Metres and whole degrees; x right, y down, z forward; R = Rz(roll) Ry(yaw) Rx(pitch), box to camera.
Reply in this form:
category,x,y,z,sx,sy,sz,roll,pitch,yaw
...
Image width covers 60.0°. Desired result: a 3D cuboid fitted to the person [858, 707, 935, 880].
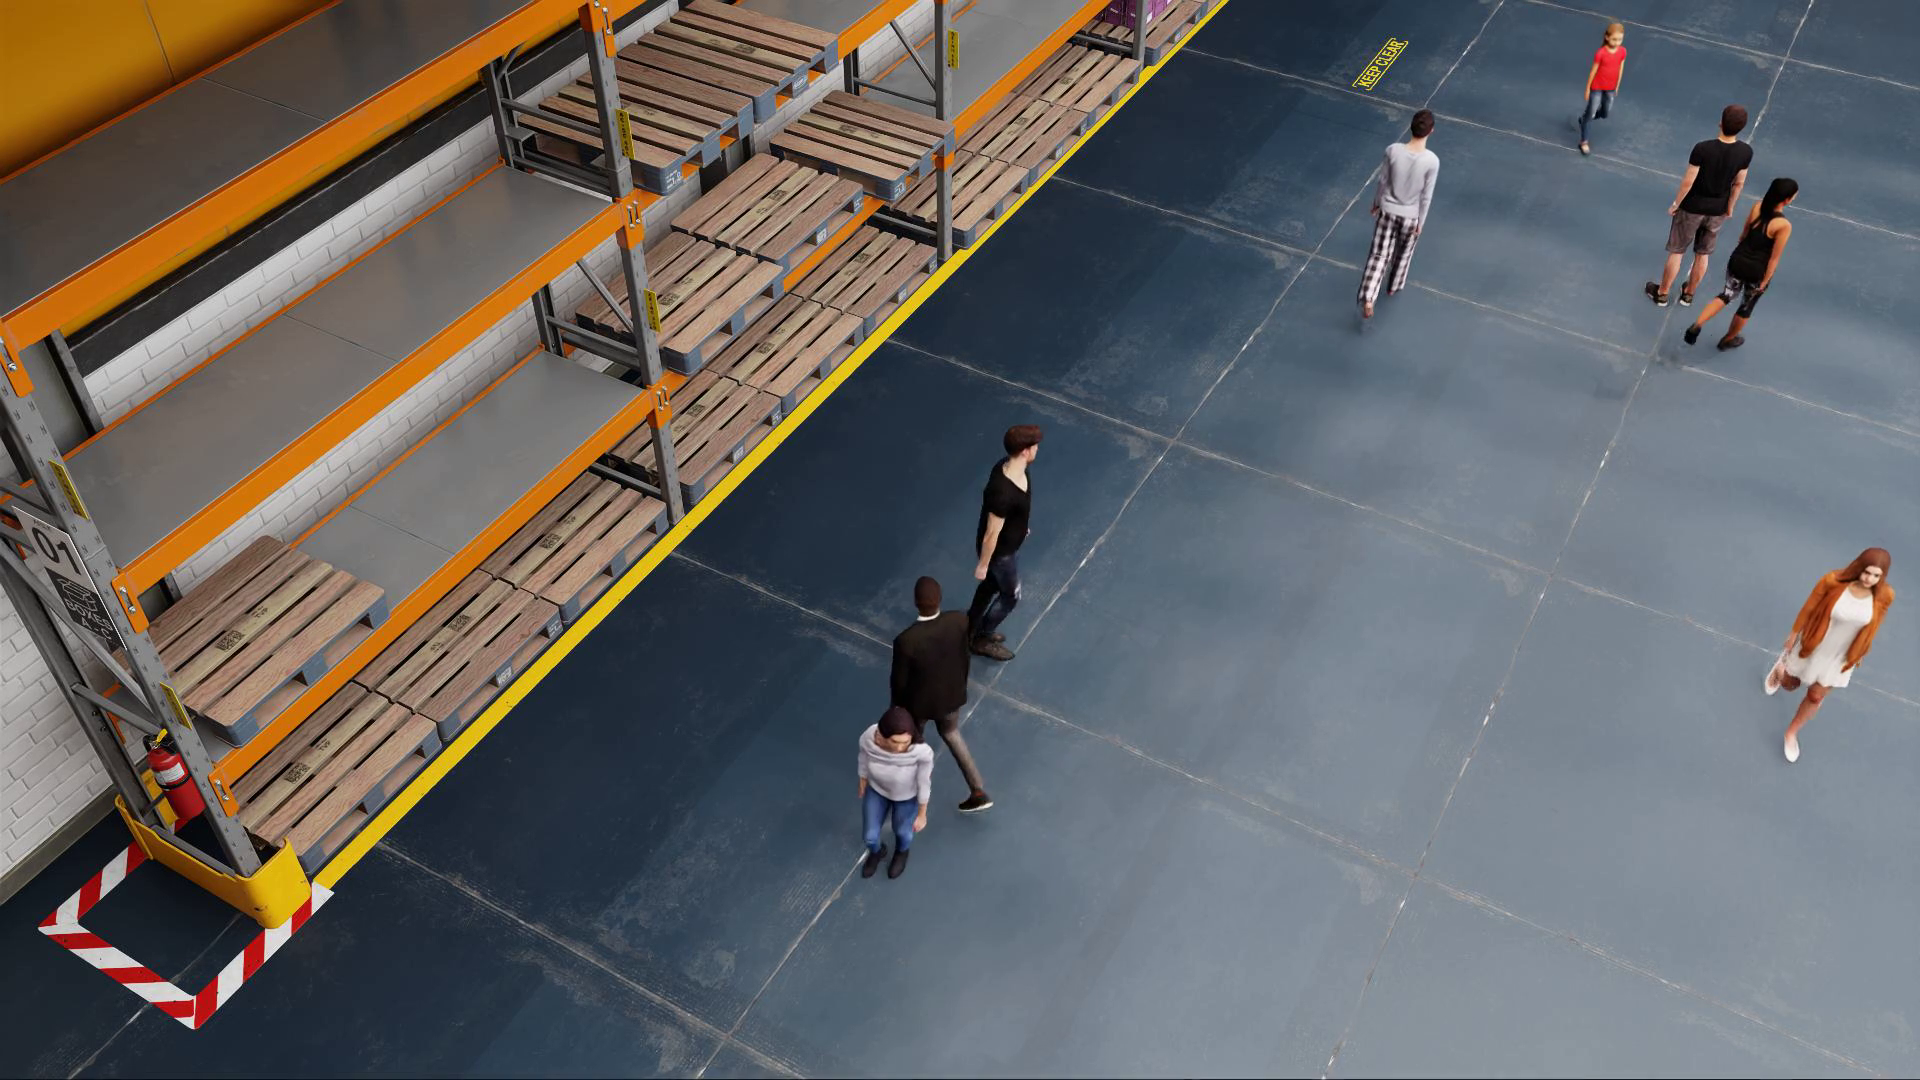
category,x,y,z,sx,sy,sz,roll,pitch,yaw
person,-0.339,1.416,9.659,0.684,1.604,0.644,14,45,14

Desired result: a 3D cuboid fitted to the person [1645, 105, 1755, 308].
category,x,y,z,sx,sy,sz,roll,pitch,yaw
person,6.197,-2.775,13.871,0.769,1.861,0.749,3,44,3

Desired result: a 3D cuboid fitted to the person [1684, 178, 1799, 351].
category,x,y,z,sx,sy,sz,roll,pitch,yaw
person,6.314,-2.191,13.411,0.977,1.651,0.854,-19,47,-19

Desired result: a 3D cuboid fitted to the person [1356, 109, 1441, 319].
category,x,y,z,sx,sy,sz,roll,pitch,yaw
person,3.622,-2.663,13.787,0.672,1.817,1.080,18,47,18

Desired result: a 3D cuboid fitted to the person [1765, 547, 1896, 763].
category,x,y,z,sx,sy,sz,roll,pitch,yaw
person,5.436,0.611,10.431,0.716,1.705,0.939,12,45,13

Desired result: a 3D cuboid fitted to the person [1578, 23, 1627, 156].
category,x,y,z,sx,sy,sz,roll,pitch,yaw
person,6.128,-4.362,15.947,0.666,1.296,0.741,-5,44,-5

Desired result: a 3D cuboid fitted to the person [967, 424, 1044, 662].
category,x,y,z,sx,sy,sz,roll,pitch,yaw
person,0.191,0.047,10.913,0.897,1.856,0.816,12,45,13

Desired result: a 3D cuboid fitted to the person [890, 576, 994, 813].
category,x,y,z,sx,sy,sz,roll,pitch,yaw
person,-0.090,0.979,9.991,1.026,1.779,1.025,-26,49,-24
